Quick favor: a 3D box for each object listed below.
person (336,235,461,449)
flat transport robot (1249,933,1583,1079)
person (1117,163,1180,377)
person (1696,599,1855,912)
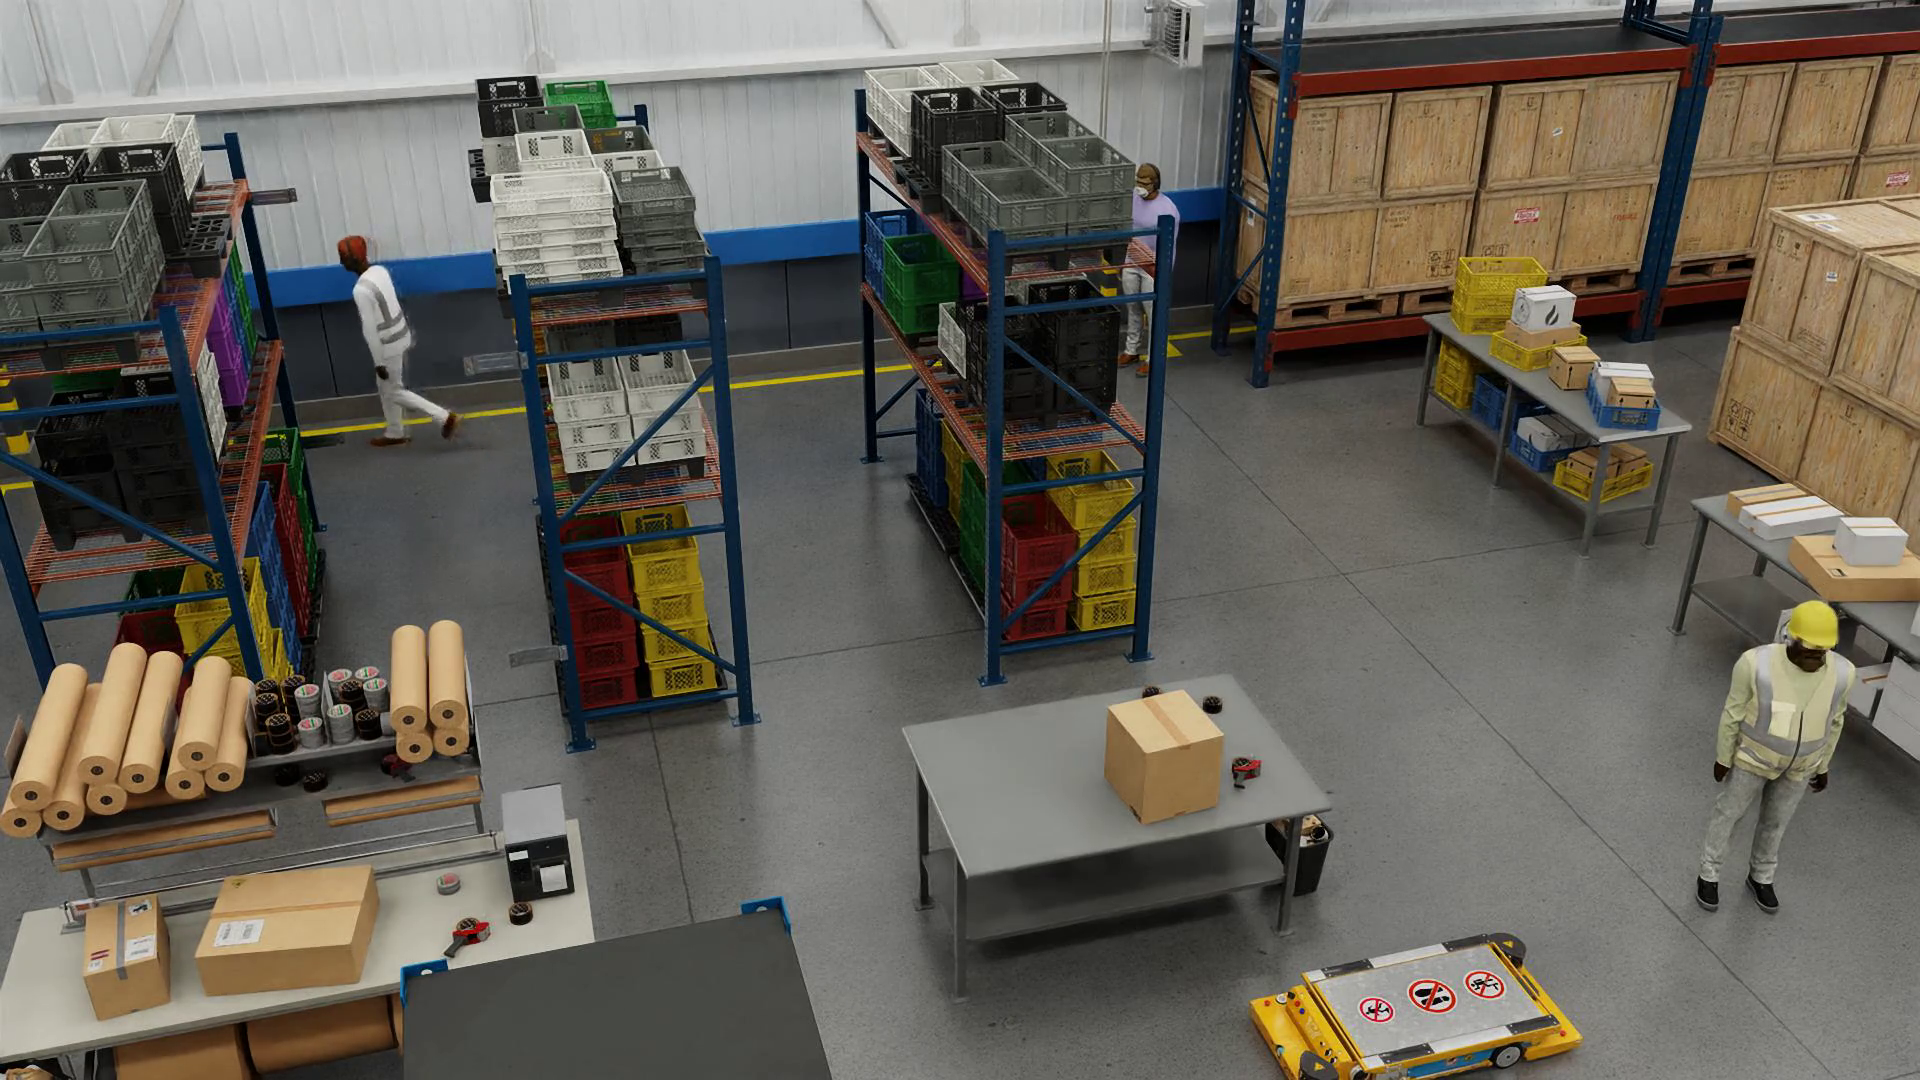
[{"bbox_3d":[-4.504,-1.563,13.357,0.719,1.854,0.586,-1,29,-2],"label":"person"},{"bbox_3d":[2.184,2.282,7.980,1.431,0.197,0.652,-8,30,-14],"label":"flat transport robot"},{"bbox_3d":[1.653,-2.418,14.826,0.374,1.933,0.625,-23,36,-36],"label":"person"},{"bbox_3d":[4.168,1.107,8.504,0.591,1.837,0.403,3,29,5],"label":"person"}]
